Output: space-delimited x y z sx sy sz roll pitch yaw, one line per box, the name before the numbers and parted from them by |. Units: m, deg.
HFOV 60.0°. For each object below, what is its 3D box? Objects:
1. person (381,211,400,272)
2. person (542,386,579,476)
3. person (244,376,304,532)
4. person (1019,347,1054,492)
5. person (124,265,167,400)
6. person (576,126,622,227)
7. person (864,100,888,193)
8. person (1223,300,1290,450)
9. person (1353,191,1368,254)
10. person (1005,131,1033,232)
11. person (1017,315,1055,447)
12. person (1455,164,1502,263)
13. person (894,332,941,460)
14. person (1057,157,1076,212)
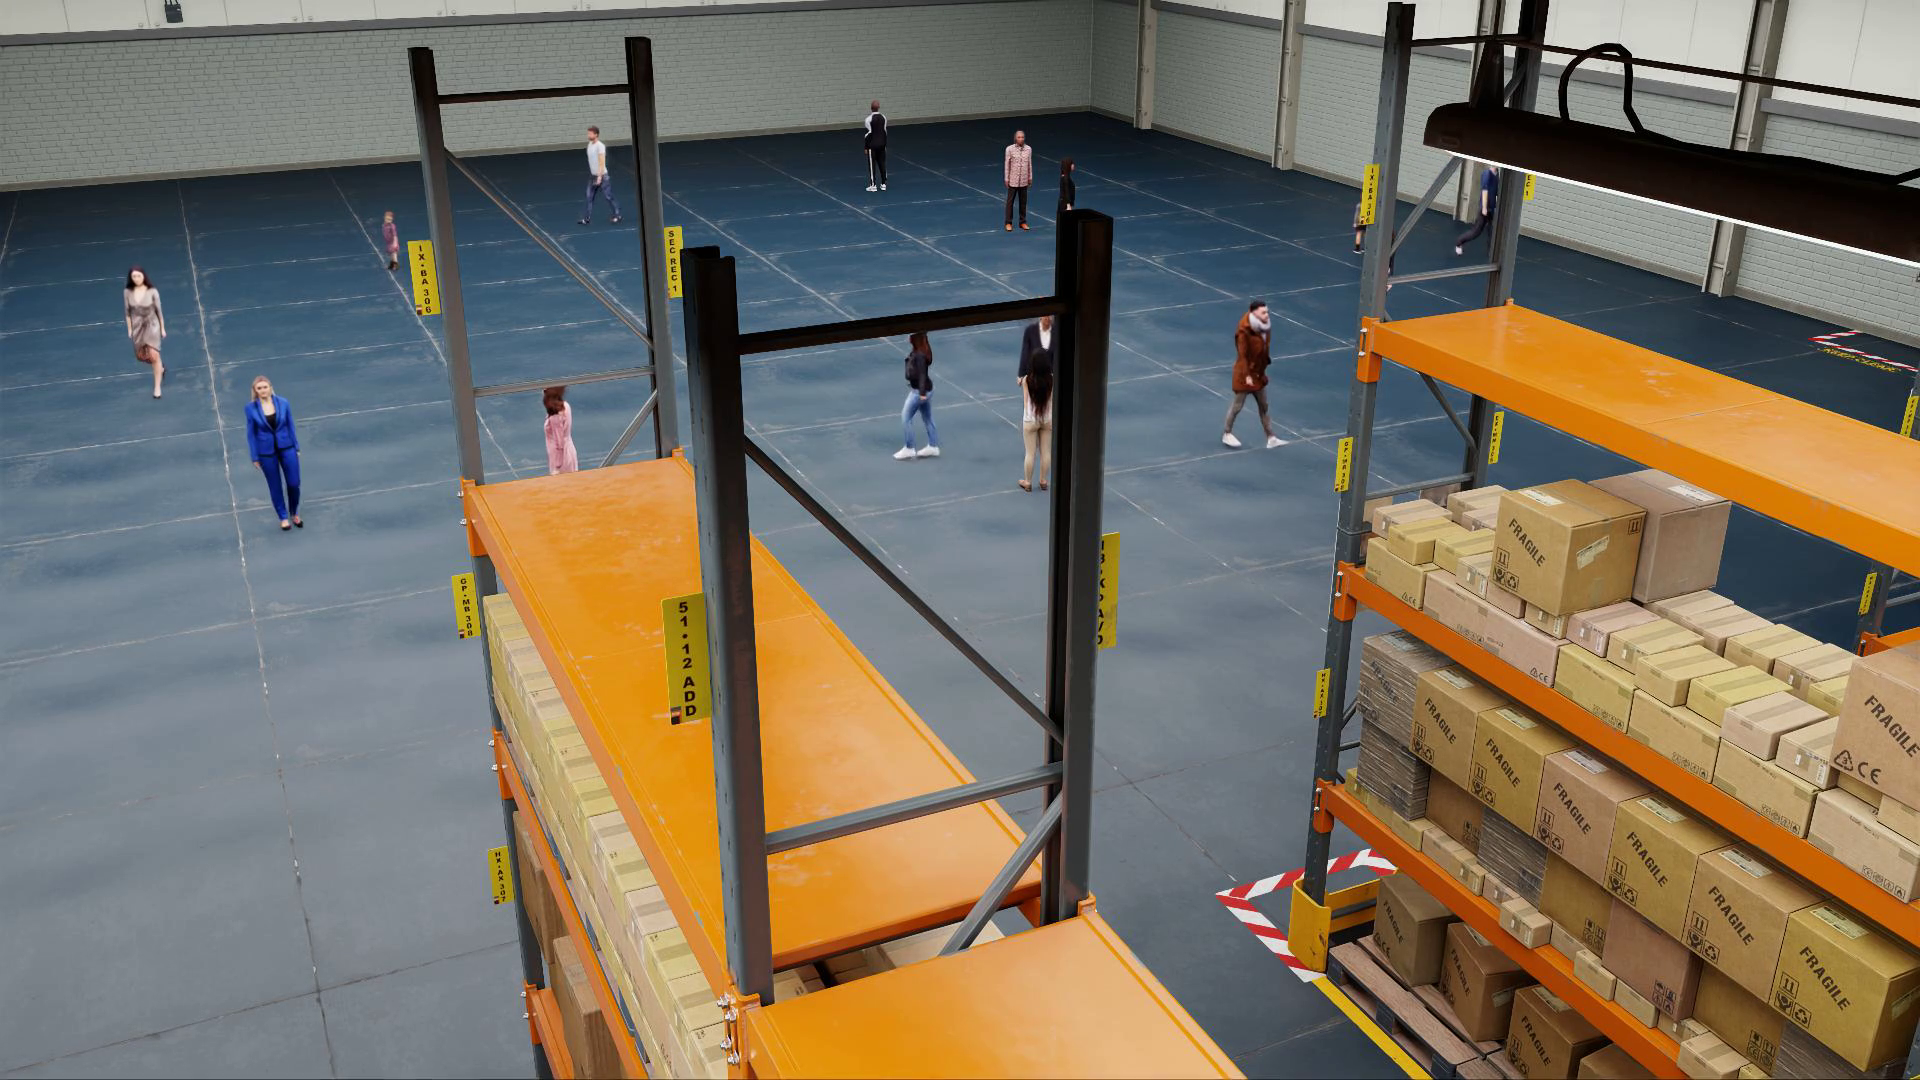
person | -9.581 -5.030 27.955 0.528 1.001 0.576 11 25 24
person | -4.052 -0.797 16.977 0.749 1.803 0.605 0 23 0
person | -7.180 -0.924 17.423 0.650 1.687 0.606 -12 26 -27
person | 0.869 -1.328 18.417 0.624 1.653 0.569 -10 25 -23
person | -10.556 -2.723 21.603 0.747 1.728 0.981 -4 23 -10
person | -6.639 -6.761 30.996 1.224 1.808 1.058 18 29 35
person | -1.714 -8.093 34.103 0.670 1.828 0.566 -13 26 -27
person | 3.348 -1.944 19.682 0.905 1.796 1.148 -19 30 -38
person | 7.075 -5.590 29.139 0.520 1.105 0.501 -5 24 -12
person | 1.074 -6.662 30.763 0.720 1.808 0.650 -6 24 -14
person | 0.952 -2.003 19.825 0.809 1.795 0.861 -3 23 -6
person | 8.925 -5.667 28.373 0.787 1.848 1.138 -16 28 -33
person | -0.380 -1.733 19.413 0.892 1.619 0.844 3 23 6
person | 1.842 -5.879 29.128 0.684 1.647 0.555 -2 23 -5
